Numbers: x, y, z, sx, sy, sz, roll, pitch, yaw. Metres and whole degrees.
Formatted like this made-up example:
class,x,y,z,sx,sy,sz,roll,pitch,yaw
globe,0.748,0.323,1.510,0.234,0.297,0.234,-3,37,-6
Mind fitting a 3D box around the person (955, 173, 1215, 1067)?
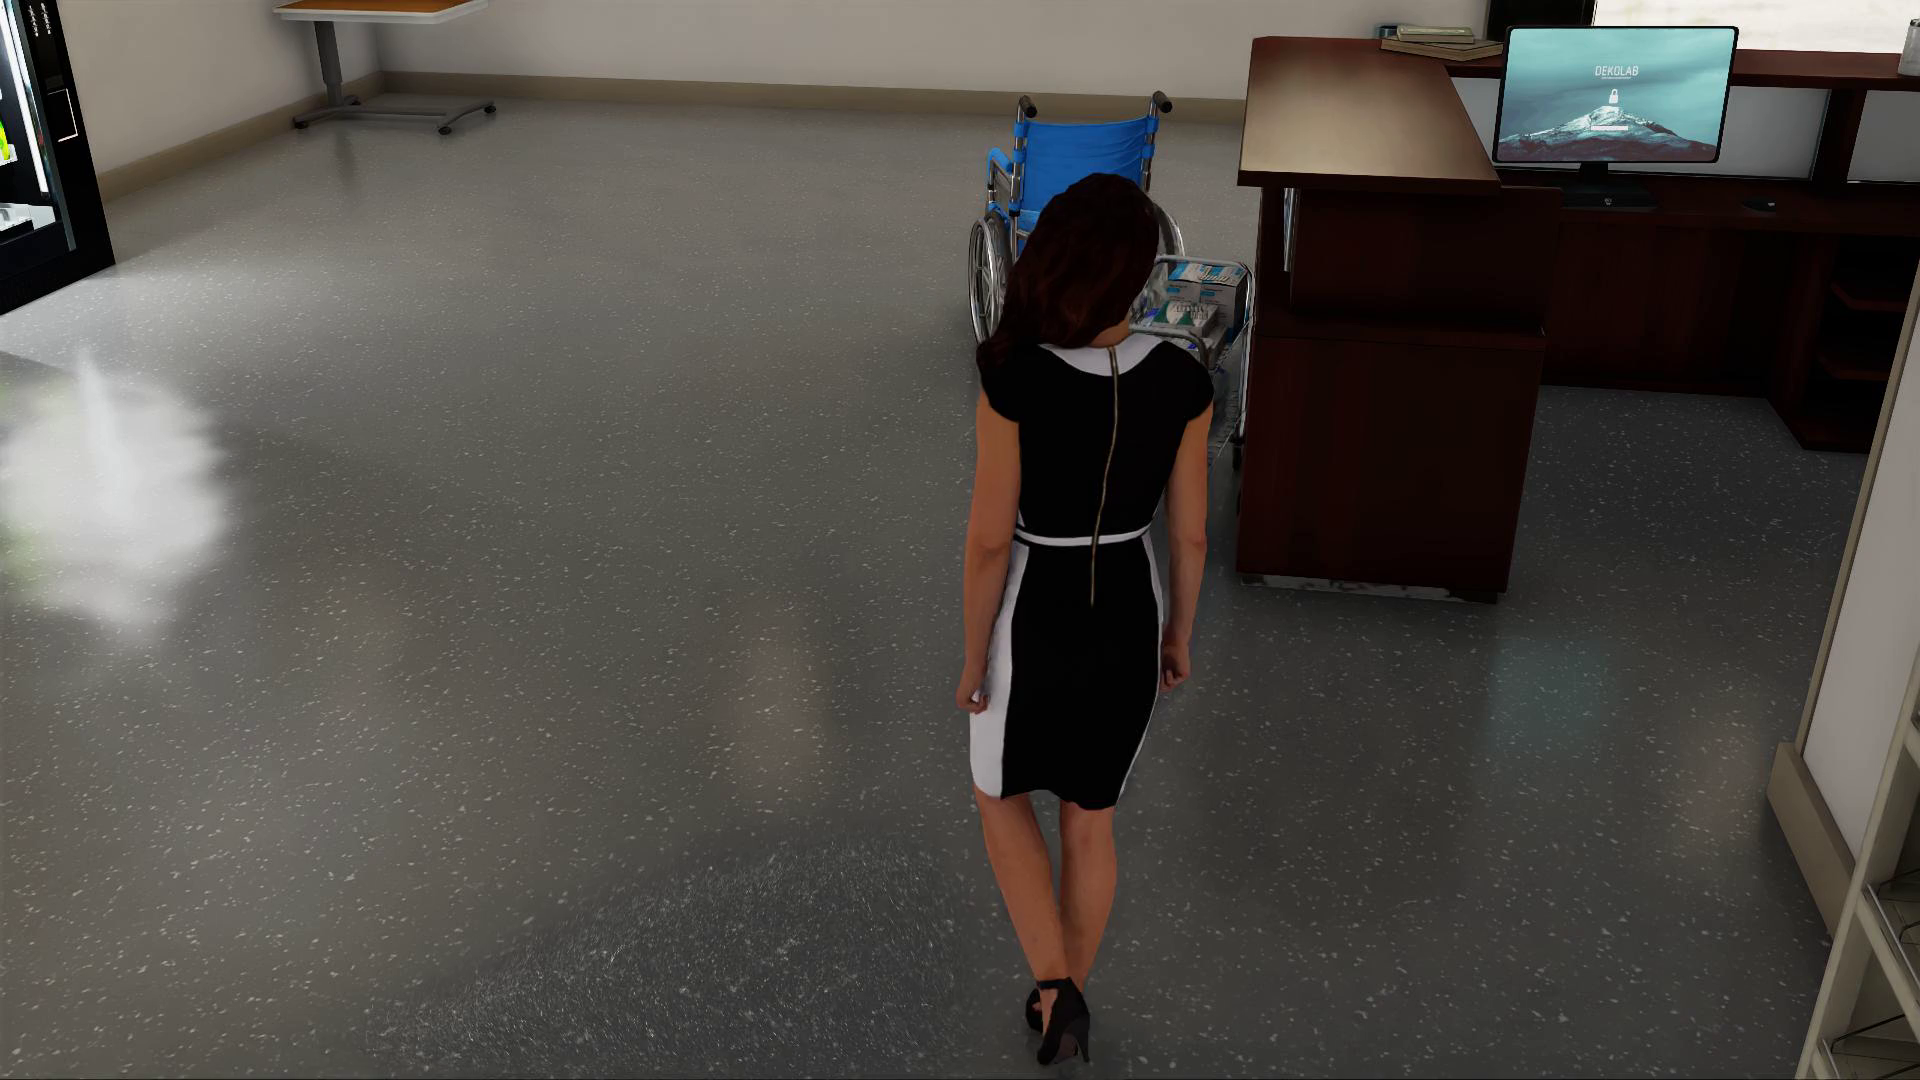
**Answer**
class,x,y,z,sx,sy,sz,roll,pitch,yaw
person,0.220,0.268,2.964,0.731,1.787,0.785,-5,26,-10
